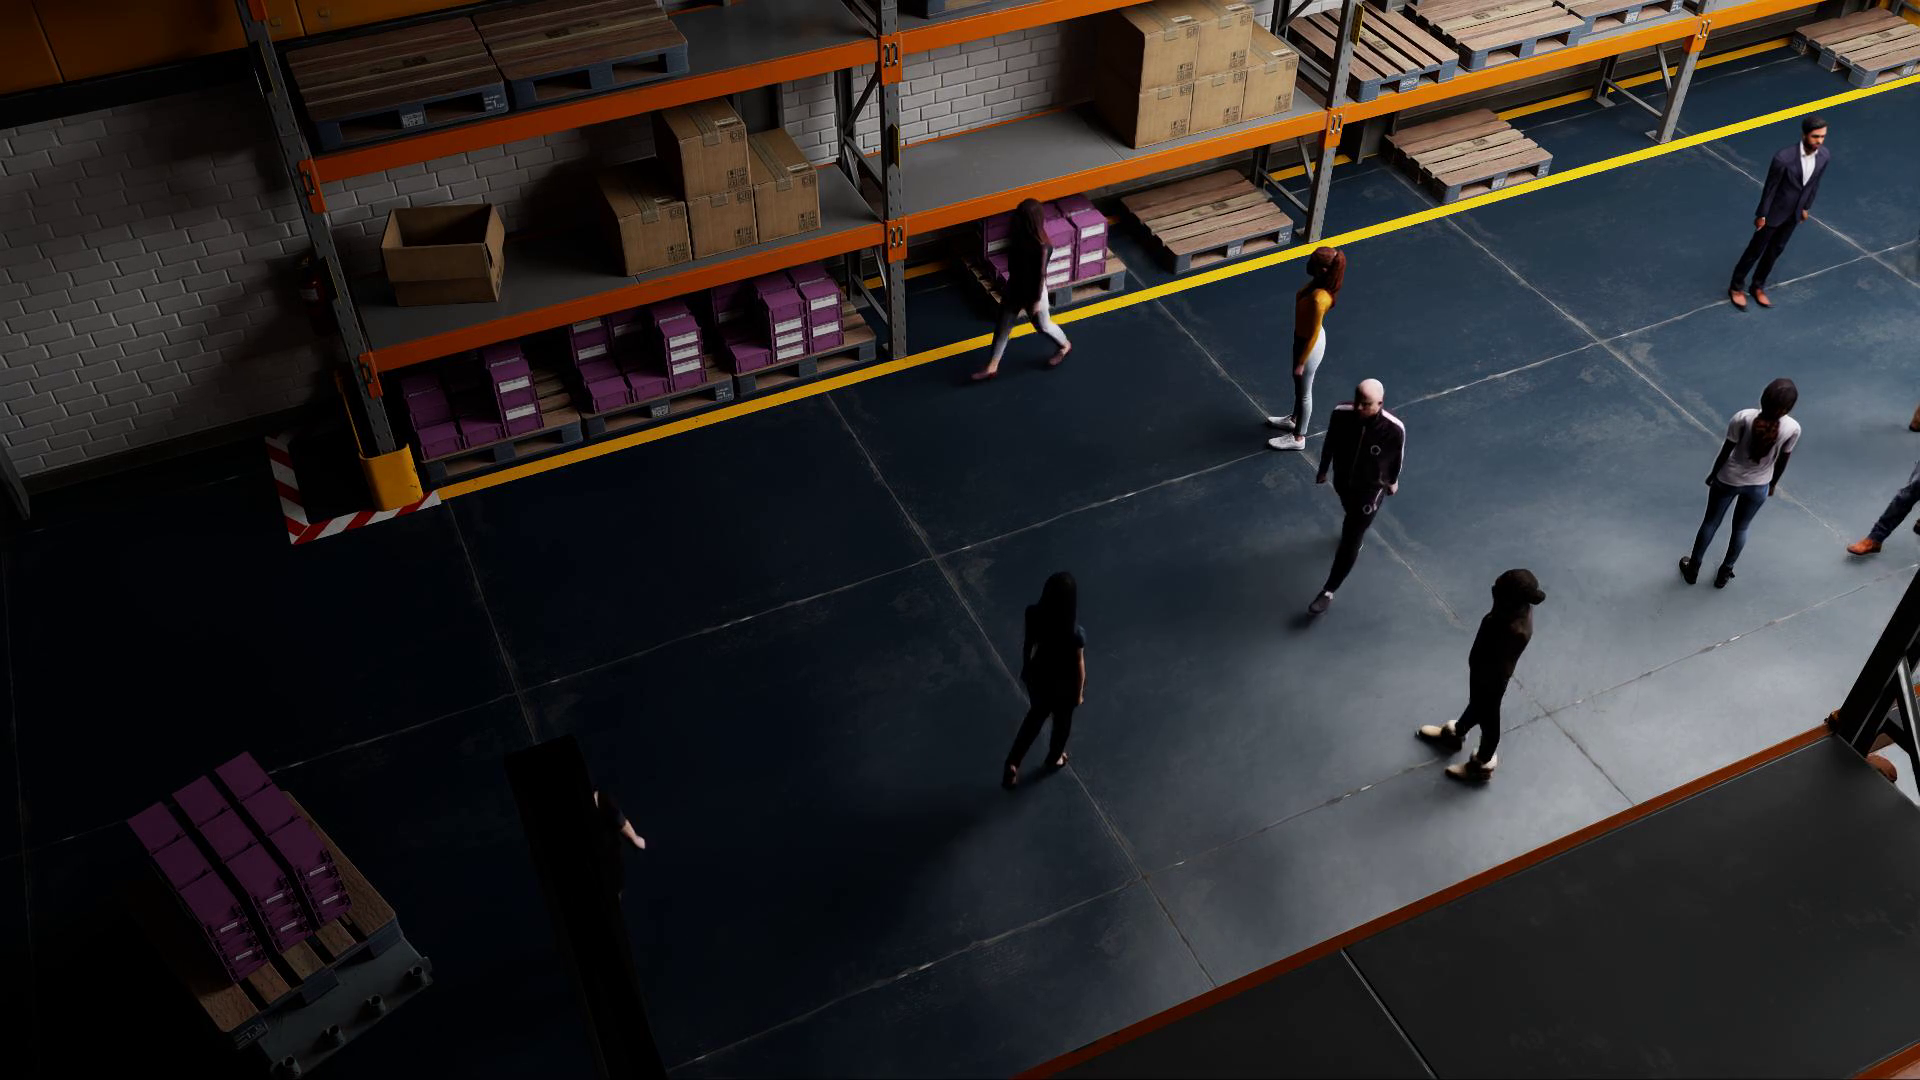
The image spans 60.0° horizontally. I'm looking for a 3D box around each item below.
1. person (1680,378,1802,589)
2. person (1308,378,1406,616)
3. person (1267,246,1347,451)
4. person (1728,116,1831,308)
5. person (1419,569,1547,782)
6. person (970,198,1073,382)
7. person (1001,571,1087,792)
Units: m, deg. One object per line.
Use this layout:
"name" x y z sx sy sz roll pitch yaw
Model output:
"person" 5.223 -0.384 11.100 0.653 1.719 0.728 11 45 11
"person" 2.708 -0.422 11.110 1.134 1.760 1.388 23 48 22
"person" 2.545 -1.411 12.155 0.723 1.751 0.683 6 44 7
"person" 6.668 -2.679 13.506 0.552 1.724 0.727 -9 44 -9
"person" 3.219 0.791 9.899 0.834 1.674 0.774 5 44 5
"person" 0.575 -1.909 12.812 1.108 1.565 0.652 -22 48 -21
"person" 0.499 0.896 9.757 0.810 1.719 0.948 26 49 25
